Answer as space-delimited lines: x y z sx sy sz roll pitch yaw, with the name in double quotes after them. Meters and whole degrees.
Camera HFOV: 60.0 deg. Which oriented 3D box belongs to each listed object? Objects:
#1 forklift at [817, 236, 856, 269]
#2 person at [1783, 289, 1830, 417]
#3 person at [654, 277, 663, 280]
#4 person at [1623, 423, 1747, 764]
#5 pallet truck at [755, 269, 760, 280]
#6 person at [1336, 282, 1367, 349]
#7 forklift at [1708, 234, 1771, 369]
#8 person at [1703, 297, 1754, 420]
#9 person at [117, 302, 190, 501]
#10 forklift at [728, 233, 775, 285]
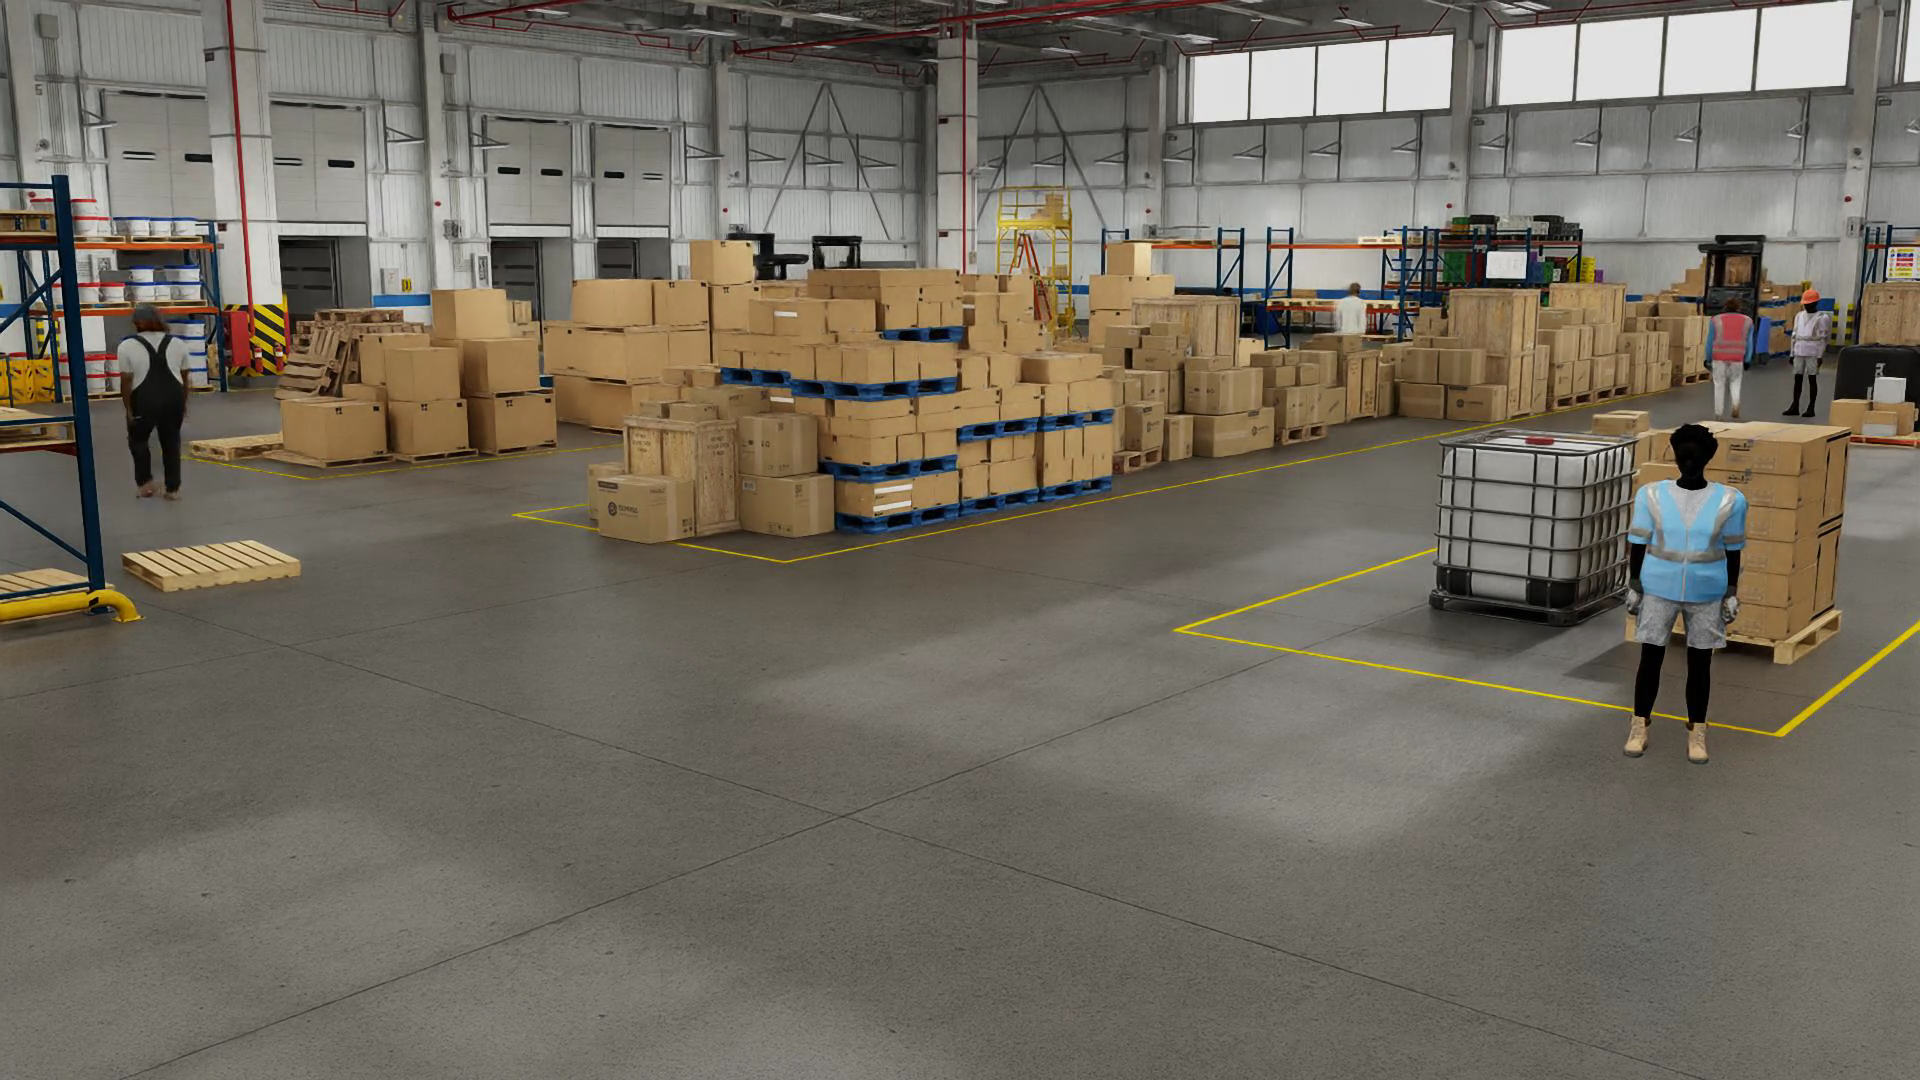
-2.848 -5.612 38.344 1.129 2.768 1.873 -1 10 -6 "forklift"
12.809 -2.822 25.163 0.365 1.932 0.543 -6 12 -32 "person"
-6.506 -4.725 36.016 0.636 1.930 0.371 -4 11 -23 "person"
3.581 0.266 8.243 0.539 1.695 0.318 4 11 23 "person"
-4.996 -6.432 45.525 1.885 1.965 0.823 -6 12 -32 "pallet truck"
7.338 -3.898 31.336 0.690 1.917 0.634 -9 13 -41 "person"
16.487 -5.087 35.357 1.129 2.768 1.873 8 13 40 "forklift"
11.404 -2.690 24.729 0.646 1.825 0.527 3 10 14 "person"
-8.122 -1.404 16.777 0.692 2.000 0.544 -9 13 -41 "person"
-3.960 -4.461 31.792 1.873 2.768 1.129 8 13 40 "forklift"
